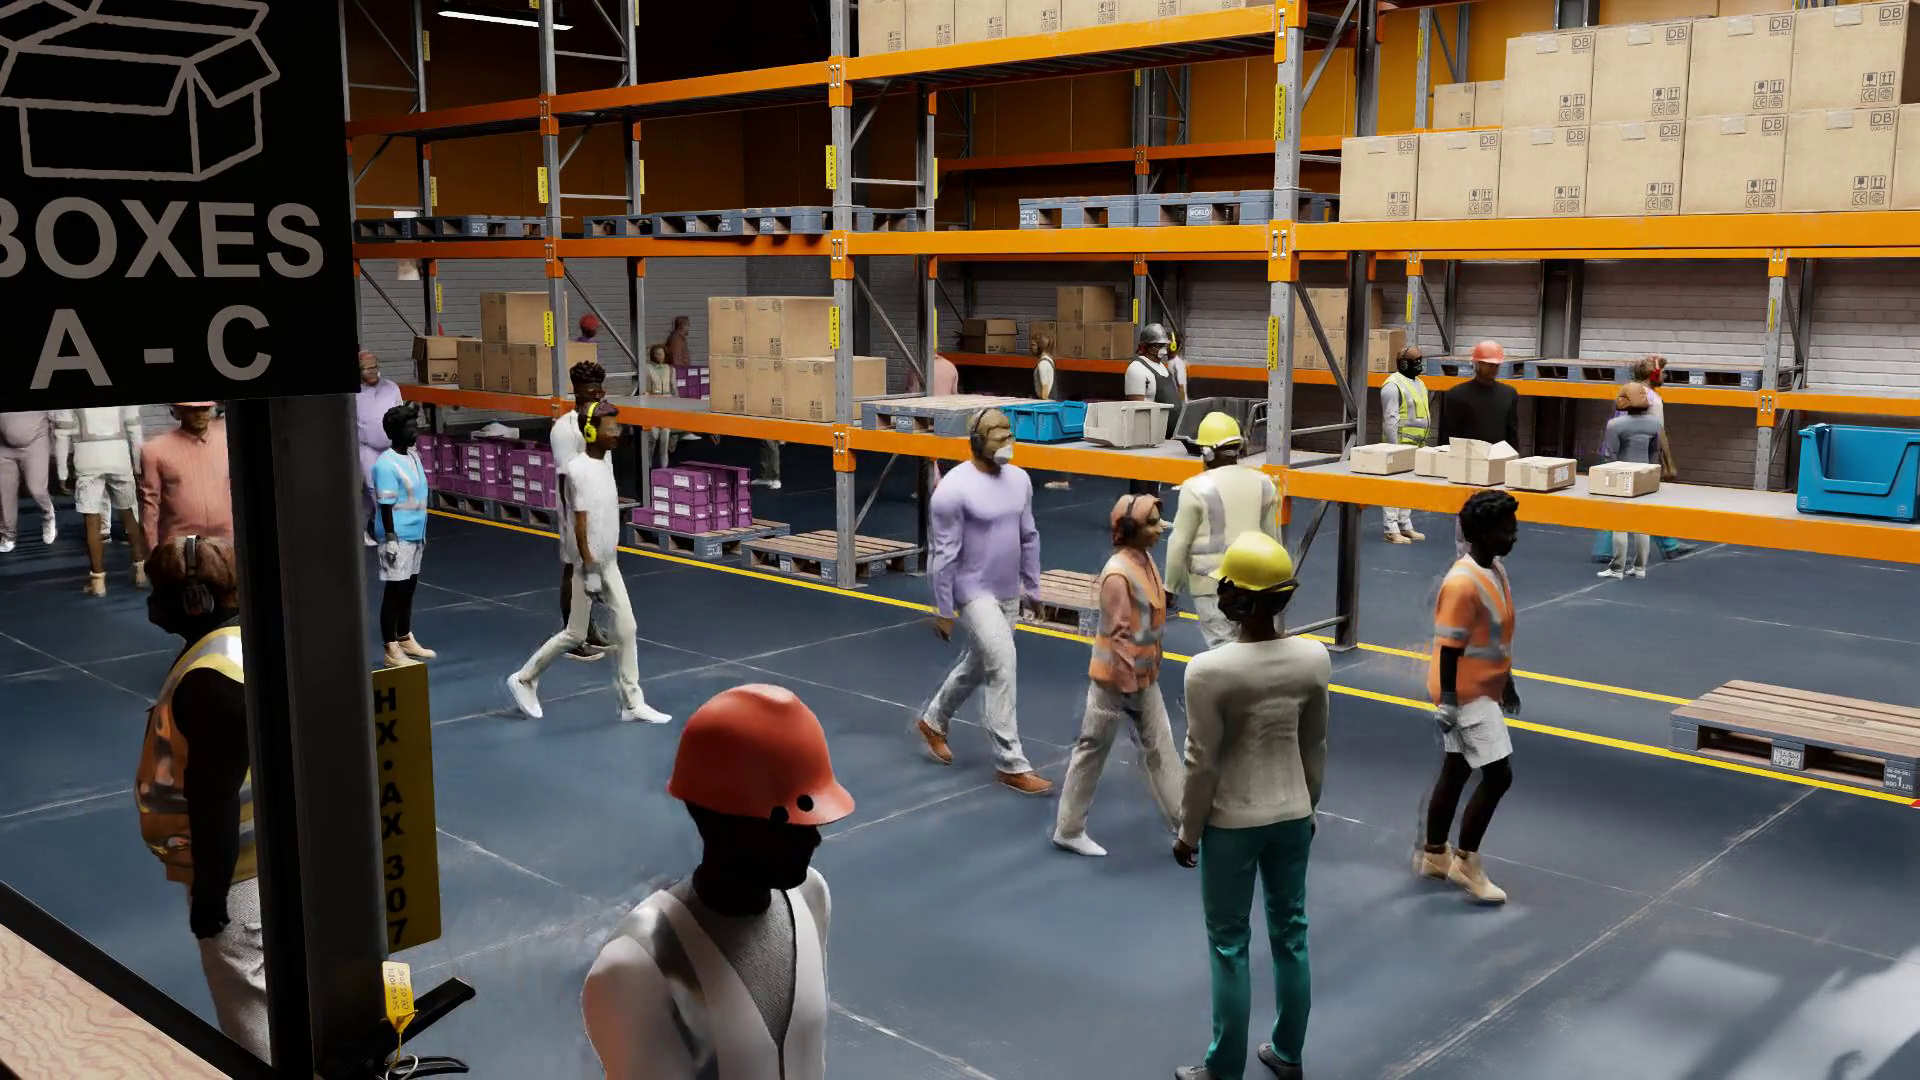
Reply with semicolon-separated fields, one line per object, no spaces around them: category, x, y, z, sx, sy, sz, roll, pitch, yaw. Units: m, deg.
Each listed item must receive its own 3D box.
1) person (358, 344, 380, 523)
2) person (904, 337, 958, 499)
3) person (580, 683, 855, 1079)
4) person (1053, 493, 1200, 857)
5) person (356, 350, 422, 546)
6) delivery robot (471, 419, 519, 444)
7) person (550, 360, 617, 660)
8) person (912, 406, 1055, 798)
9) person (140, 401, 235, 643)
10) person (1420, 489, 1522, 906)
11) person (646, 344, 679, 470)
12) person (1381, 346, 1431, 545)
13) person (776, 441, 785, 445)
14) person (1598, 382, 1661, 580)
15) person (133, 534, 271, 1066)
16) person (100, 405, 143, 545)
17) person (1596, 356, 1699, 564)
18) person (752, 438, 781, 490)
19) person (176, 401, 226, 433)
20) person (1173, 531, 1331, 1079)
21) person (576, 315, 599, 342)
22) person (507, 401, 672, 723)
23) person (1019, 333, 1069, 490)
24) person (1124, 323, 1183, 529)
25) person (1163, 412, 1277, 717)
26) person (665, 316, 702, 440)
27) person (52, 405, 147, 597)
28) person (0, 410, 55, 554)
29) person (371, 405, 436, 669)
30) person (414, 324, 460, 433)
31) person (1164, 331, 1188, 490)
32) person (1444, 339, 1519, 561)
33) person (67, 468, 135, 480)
person;-6.030;-1.076;16.637;0.599;1.859;0.944;-7;12;-38
person;-0.338;-1.311;18.093;0.667;1.886;0.808;-7;12;-38
person;-0.298;1.177;2.694;0.863;1.901;0.560;7;12;36
person;0.779;0.605;7.132;0.837;1.606;0.537;4;10;24
person;-5.309;-0.798;15.041;1.041;1.840;0.642;5;11;30
delivery robot;-6.206;-1.375;22.202;0.477;0.478;0.707;3;10;20
person;-2.472;-0.203;10.988;0.367;1.963;0.609;2;9;12
person;0.094;0.270;8.303;0.975;1.903;0.645;8;12;41
person;-4.533;-0.015;9.911;1.018;1.958;0.629;9;13;44
person;2.133;0.627;6.757;0.522;1.680;0.536;5;10;27
person;-3.768;-1.639;20.805;0.536;1.623;0.388;-7;11;-36
person;4.173;-0.886;15.554;0.429;1.844;0.626;8;12;40
person;-2.755;-2.245;24.374;0.488;1.667;0.974;-4;10;-21
person;5.513;-0.477;13.700;0.510;1.629;0.269;-3;10;-15
person;-2.085;0.889;4.718;0.431;1.836;0.618;-3;10;-19
person;-7.888;-0.857;15.402;0.600;1.832;0.404;0;9;1
person;5.994;-0.674;14.367;0.969;1.796;0.588;1;9;4
person;-2.298;-1.524;19.362;0.400;1.883;0.668;-6;11;-31
person;-5.840;-0.410;12.922;0.549;1.739;0.605;-9;13;-43
person;0.894;0.852;5.118;0.526;1.772;0.303;-5;10;-26
person;-5.367;-2.277;23.979;0.375;1.916;0.732;0;9;-1
person;-2.112;0.130;9.347;0.892;1.843;0.517;3;10;16
person;0.881;-1.485;19.282;0.873;1.813;0.505;3;10;18
person;1.900;-1.083;16.153;0.537;2.000;0.683;5;10;28
person;1.336;0.208;8.970;0.595;1.791;0.865;-6;11;-31
person;-4.330;-2.410;24.820;0.788;1.871;0.659;-3;10;-20
person;-6.797;-0.571;13.110;0.503;2.014;0.635;9;13;43
person;-8.507;-0.830;15.104;0.724;1.879;0.527;-1;9;-9
person;-3.583;-0.023;10.703;0.317;1.696;0.540;0;9;3
person;-6.712;-1.816;21.123;0.733;1.903;0.564;7;12;37
person;2.348;-1.466;19.123;0.891;1.841;0.504;0;9;3
person;4.255;-0.640;13.585;0.637;1.991;0.413;0;9;-2
person;-10.424;-1.633;19.992;0.656;1.888;1.006;7;12;37
